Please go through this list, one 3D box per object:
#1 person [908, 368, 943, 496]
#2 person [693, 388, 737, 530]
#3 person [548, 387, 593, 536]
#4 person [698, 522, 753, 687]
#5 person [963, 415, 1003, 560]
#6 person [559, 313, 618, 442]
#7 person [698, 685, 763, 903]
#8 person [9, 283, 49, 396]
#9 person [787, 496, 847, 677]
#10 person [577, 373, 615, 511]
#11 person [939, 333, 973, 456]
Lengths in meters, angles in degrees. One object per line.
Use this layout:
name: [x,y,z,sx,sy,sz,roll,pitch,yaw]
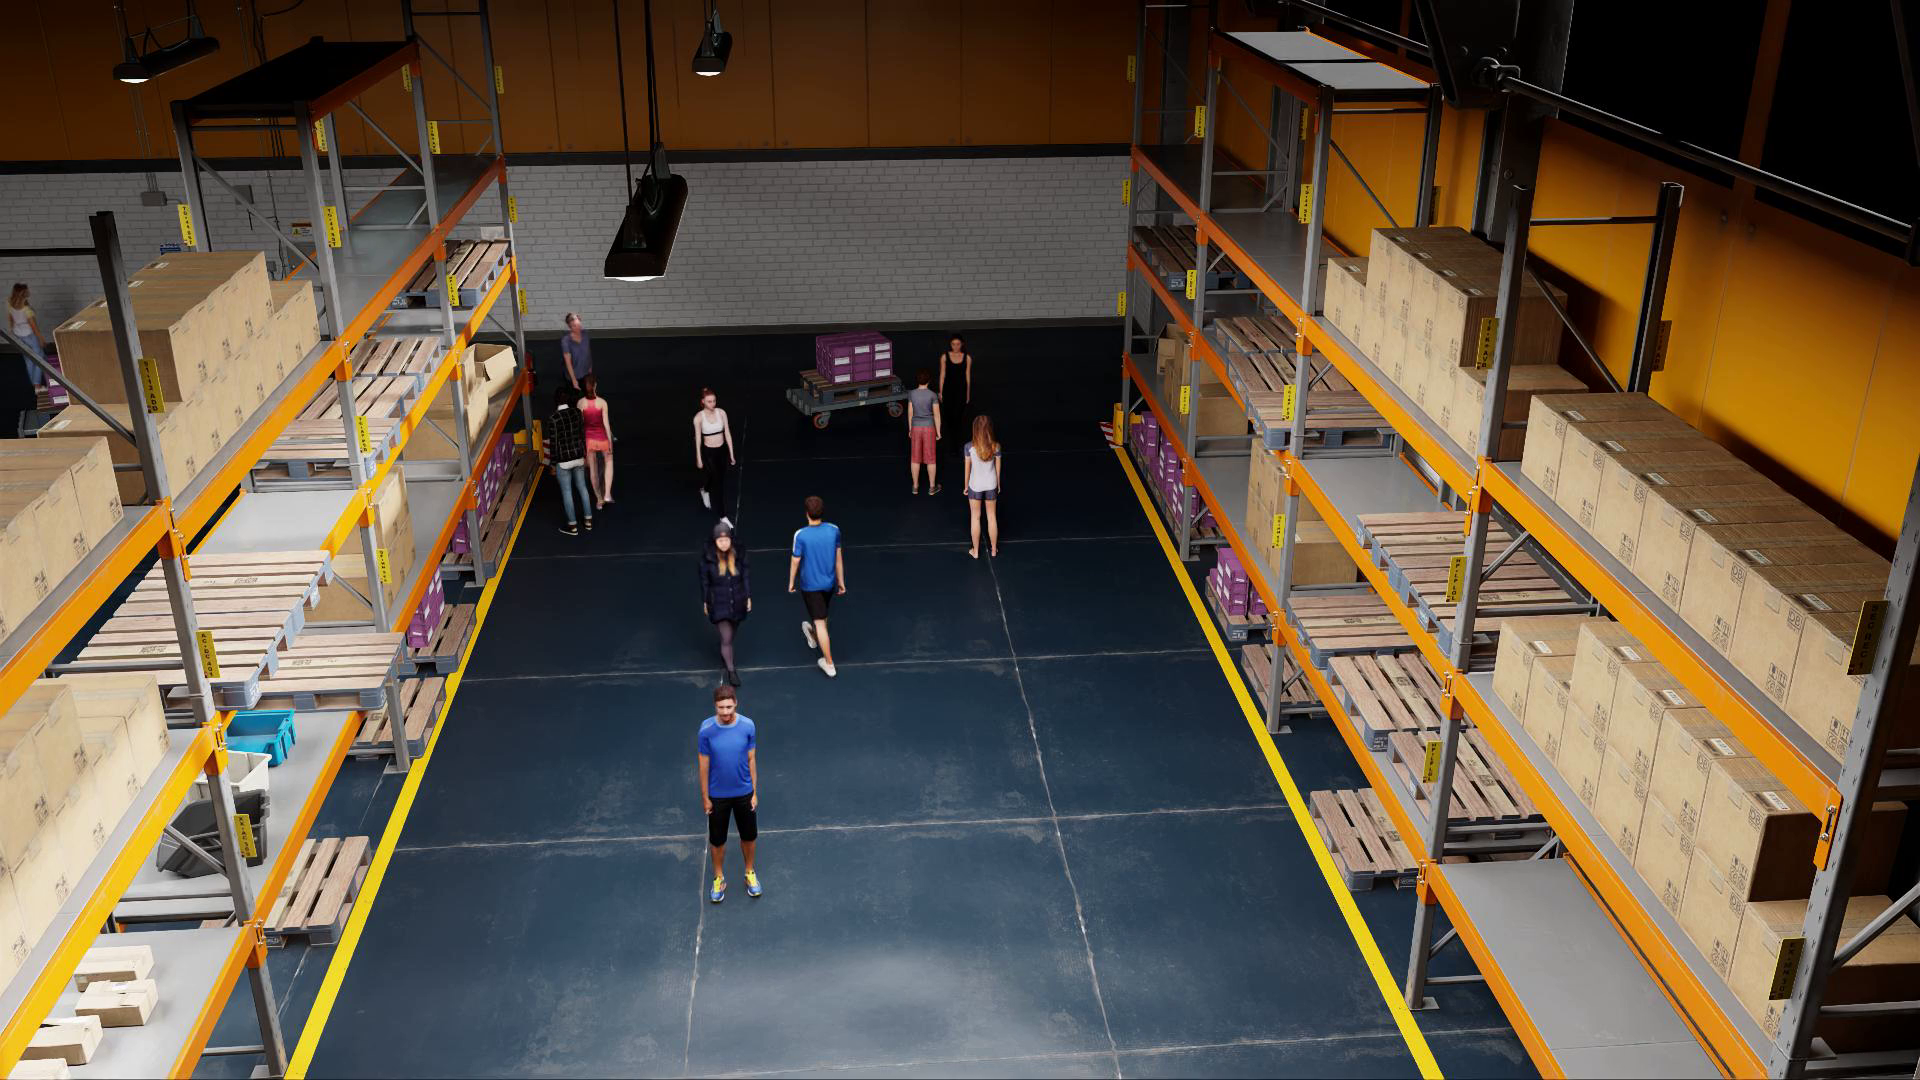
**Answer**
person: [-0.463,-1.382,21.112,0.638,1.651,0.618,5,24,11]
person: [-3.023,-1.030,20.225,0.965,1.715,1.216,-15,28,-31]
person: [-4.681,-0.959,19.933,0.774,1.820,0.737,21,31,40]
person: [-2.348,0.586,16.612,0.880,1.648,1.140,-10,26,-22]
person: [0.266,-0.617,19.259,0.598,1.732,0.545,-3,24,-8]
person: [-5.301,-2.209,22.772,1.211,1.837,1.164,15,28,31]
person: [-1.818,1.974,13.162,0.638,1.870,0.602,-5,24,-12]
person: [-13.893,-2.998,24.746,0.738,1.700,0.718,2,24,4]
person: [-1.381,0.487,16.623,1.007,1.822,1.266,-13,27,-26]
person: [-4.514,-1.187,20.551,0.564,1.741,0.588,-2,24,-4]
person: [-0.065,-2.006,22.514,0.631,1.671,0.915,0,24,1]
